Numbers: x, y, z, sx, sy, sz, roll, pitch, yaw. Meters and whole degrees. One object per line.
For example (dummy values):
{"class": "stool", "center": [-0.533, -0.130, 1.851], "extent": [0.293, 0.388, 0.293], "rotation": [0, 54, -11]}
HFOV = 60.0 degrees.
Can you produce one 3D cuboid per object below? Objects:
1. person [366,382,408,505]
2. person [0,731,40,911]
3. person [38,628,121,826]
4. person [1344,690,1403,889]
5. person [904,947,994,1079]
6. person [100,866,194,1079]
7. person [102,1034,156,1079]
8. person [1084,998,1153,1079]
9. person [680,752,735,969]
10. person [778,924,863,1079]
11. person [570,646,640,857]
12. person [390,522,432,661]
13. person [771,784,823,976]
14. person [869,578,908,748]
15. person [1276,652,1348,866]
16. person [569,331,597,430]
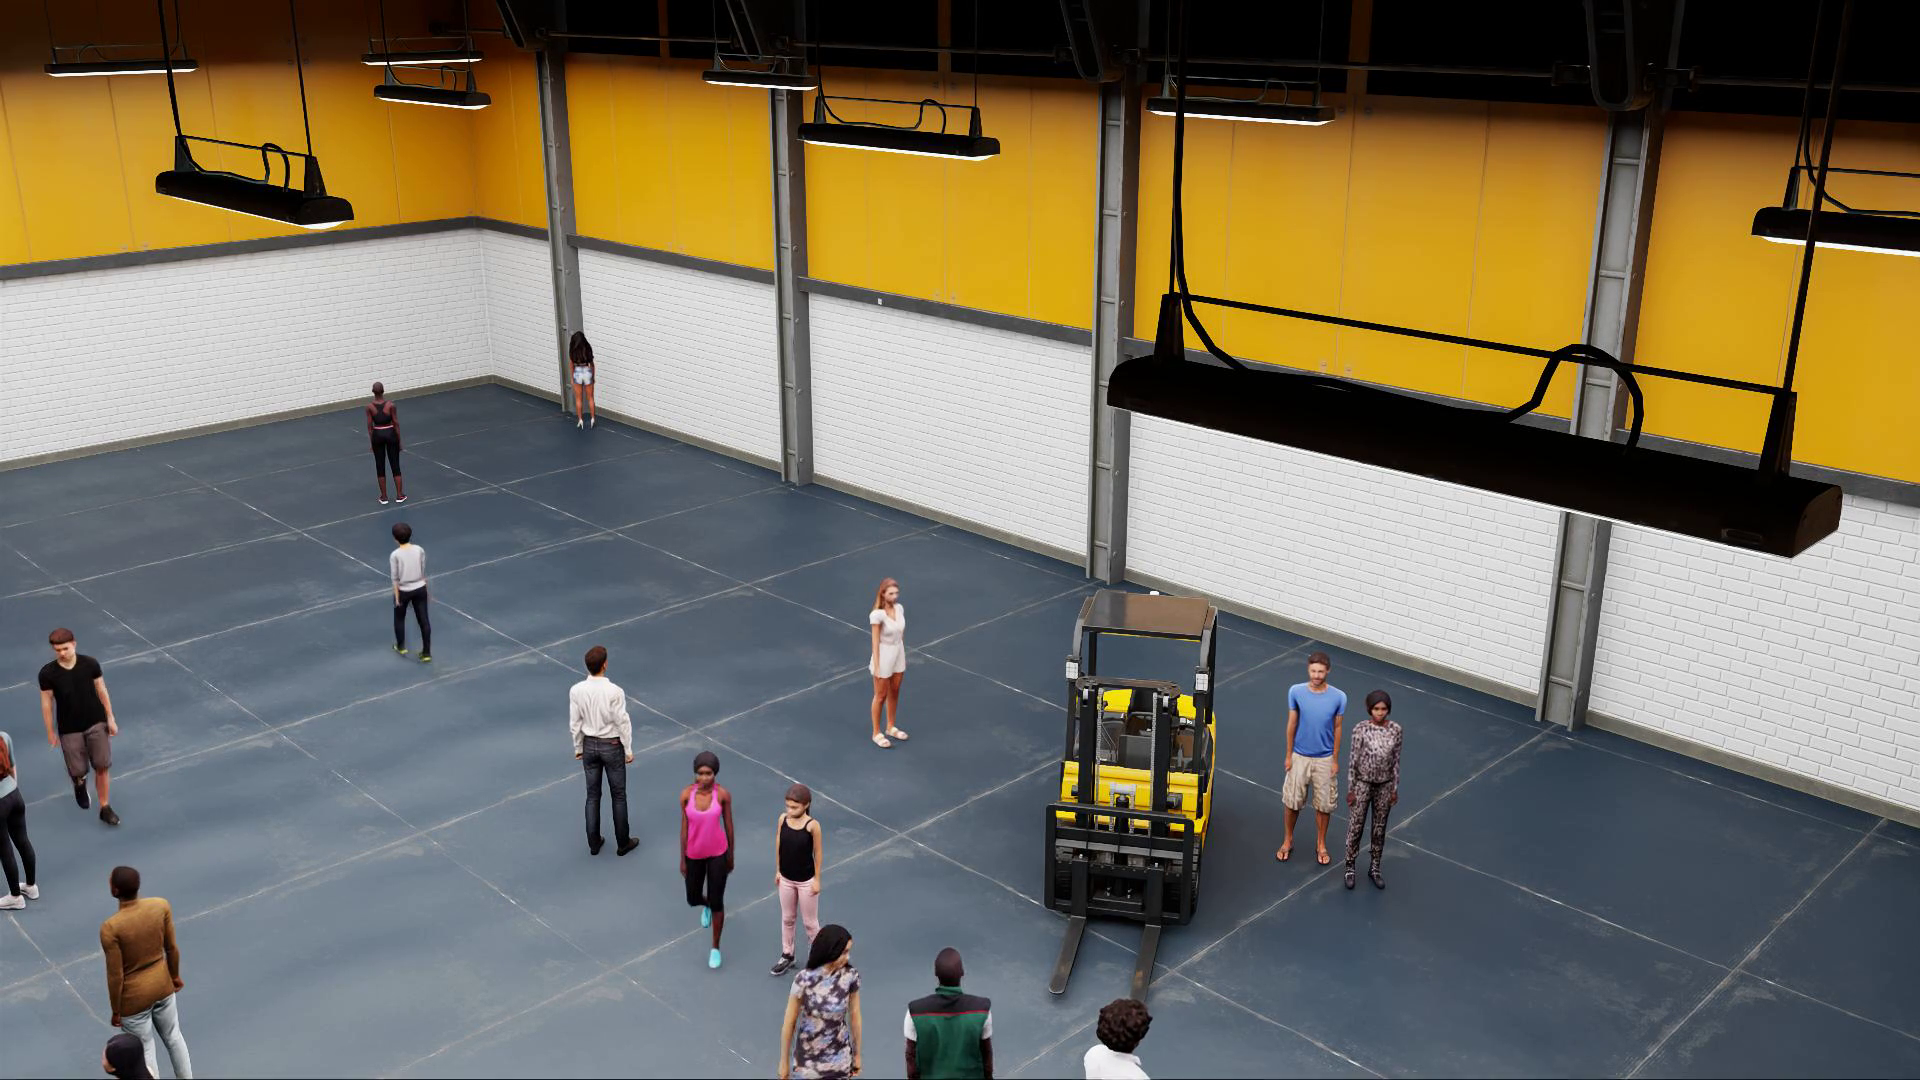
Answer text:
{"class": "person", "center": [-8.161, -1.389, 23.596], "extent": [0.661, 1.758, 0.677], "rotation": [-5, 19, -15]}
{"class": "person", "center": [-7.628, 2.113, 13.221], "extent": [0.678, 1.742, 0.665], "rotation": [6, 20, 17]}
{"class": "person", "center": [-7.721, 1.599, 14.589], "extent": [0.732, 1.843, 0.904], "rotation": [-15, 24, -38]}
{"class": "person", "center": [3.358, 2.021, 13.537], "extent": [0.678, 1.714, 0.739], "rotation": [0, 19, 0]}
{"class": "person", "center": [-0.062, 3.259, 9.696], "extent": [1.040, 1.819, 1.094], "rotation": [0, 19, 0]}
{"class": "person", "center": [-5.252, 2.913, 10.730], "extent": [0.611, 1.816, 0.687], "rotation": [12, 22, 32]}
{"class": "person", "center": [-4.466, 3.474, 9.130], "extent": [0.865, 1.773, 0.795], "rotation": [-2, 19, -6]}
{"class": "person", "center": [0.872, 3.391, 9.328], "extent": [0.682, 1.805, 0.487], "rotation": [-16, 25, -40]}
{"class": "person", "center": [-1.904, 2.350, 12.565], "extent": [0.881, 1.711, 0.939], "rotation": [0, 19, 0]}
{"class": "person", "center": [-0.883, 3.153, 10.167], "extent": [0.807, 1.719, 0.711], "rotation": [-3, 19, -10]}
{"class": "person", "center": [-3.011, 1.775, 14.023], "extent": [0.694, 1.870, 0.800], "rotation": [3, 19, 8]}
{"class": "person", "center": [-5.943, 0.586, 18.087], "extent": [0.609, 1.530, 0.835], "rotation": [-14, 23, -35]}
{"class": "person", "center": [-1.197, 2.506, 12.331], "extent": [0.570, 1.564, 0.674], "rotation": [7, 20, 20]}
{"class": "person", "center": [-0.696, 1.158, 16.131], "extent": [0.539, 1.695, 0.566], "rotation": [16, 24, 40]}
{"class": "person", "center": [2.957, 1.800, 13.959], "extent": [0.695, 1.864, 0.797], "rotation": [4, 19, 11]}
{"class": "person", "center": [-6.247, -2.655, 27.558], "extent": [0.650, 1.626, 0.679], "rotation": [-6, 20, -17]}
